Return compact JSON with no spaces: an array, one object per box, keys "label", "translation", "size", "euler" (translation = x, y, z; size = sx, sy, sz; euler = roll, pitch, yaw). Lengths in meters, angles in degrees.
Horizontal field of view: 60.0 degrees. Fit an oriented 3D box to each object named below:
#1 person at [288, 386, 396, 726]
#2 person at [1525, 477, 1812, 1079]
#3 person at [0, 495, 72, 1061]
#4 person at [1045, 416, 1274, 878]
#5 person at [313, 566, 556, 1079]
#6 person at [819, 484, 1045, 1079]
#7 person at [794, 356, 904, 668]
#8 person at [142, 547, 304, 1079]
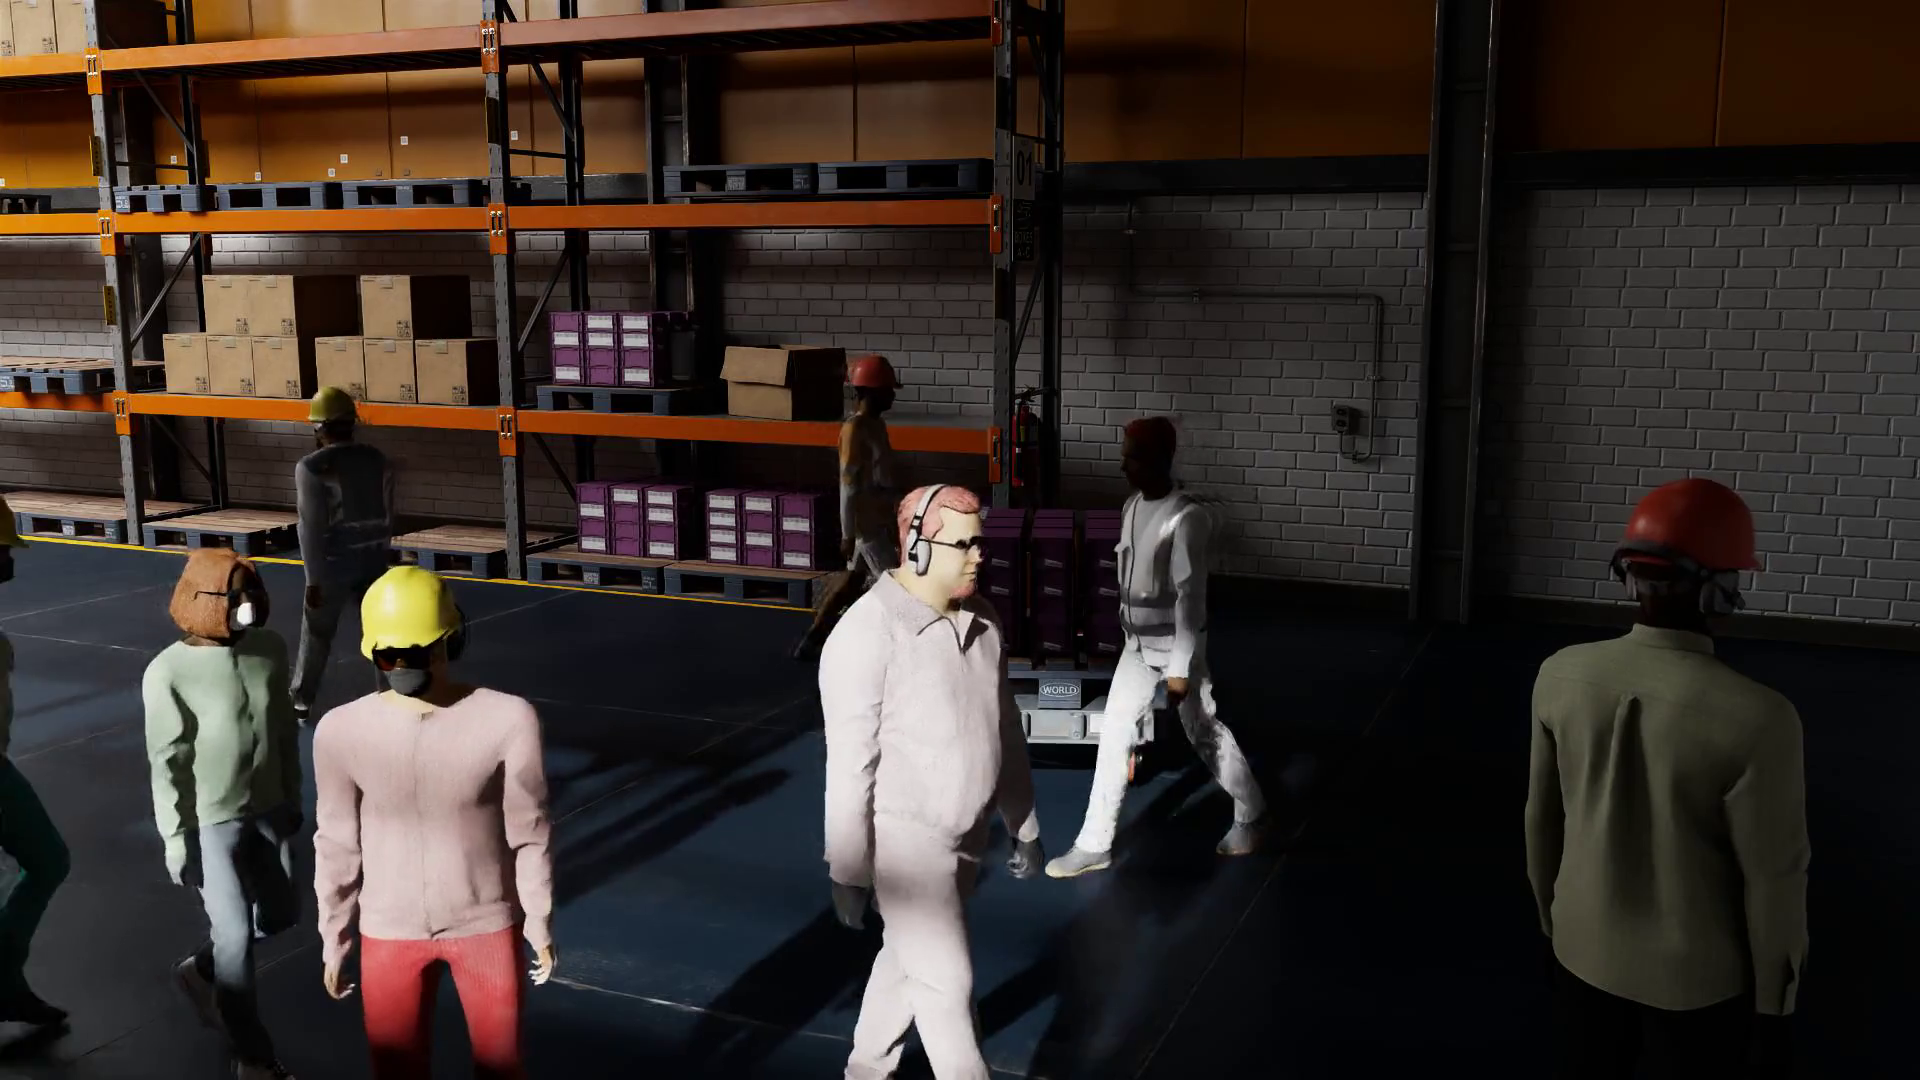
[{"label":"person","translation":[-3.221,0.109,8.562],"size":[0.897,1.789,0.619],"euler":[6,11,34]},{"label":"person","translation":[1.447,0.863,3.443],"size":[0.379,1.994,0.611],"euler":[-6,11,-34]},{"label":"person","translation":[-2.950,0.724,5.011],"size":[0.497,1.744,0.541],"euler":[-2,10,-12]},{"label":"person","translation":[0.860,0.416,6.642],"size":[1.022,1.841,0.594],"euler":[-5,11,-26]},{"label":"person","translation":[-1.207,0.916,3.863],"size":[0.544,1.752,0.362],"euler":[-2,10,-10]},{"label":"person","translation":[-0.015,0.779,4.346],"size":[0.897,1.855,0.655],"euler":[6,11,34]},{"label":"person","translation":[-0.555,-0.133,9.725],"size":[0.977,1.895,0.562],"euler":[2,10,11]},{"label":"person","translation":[-2.171,0.809,4.895],"size":[0.559,1.621,0.510],"euler":[4,10,24]}]
